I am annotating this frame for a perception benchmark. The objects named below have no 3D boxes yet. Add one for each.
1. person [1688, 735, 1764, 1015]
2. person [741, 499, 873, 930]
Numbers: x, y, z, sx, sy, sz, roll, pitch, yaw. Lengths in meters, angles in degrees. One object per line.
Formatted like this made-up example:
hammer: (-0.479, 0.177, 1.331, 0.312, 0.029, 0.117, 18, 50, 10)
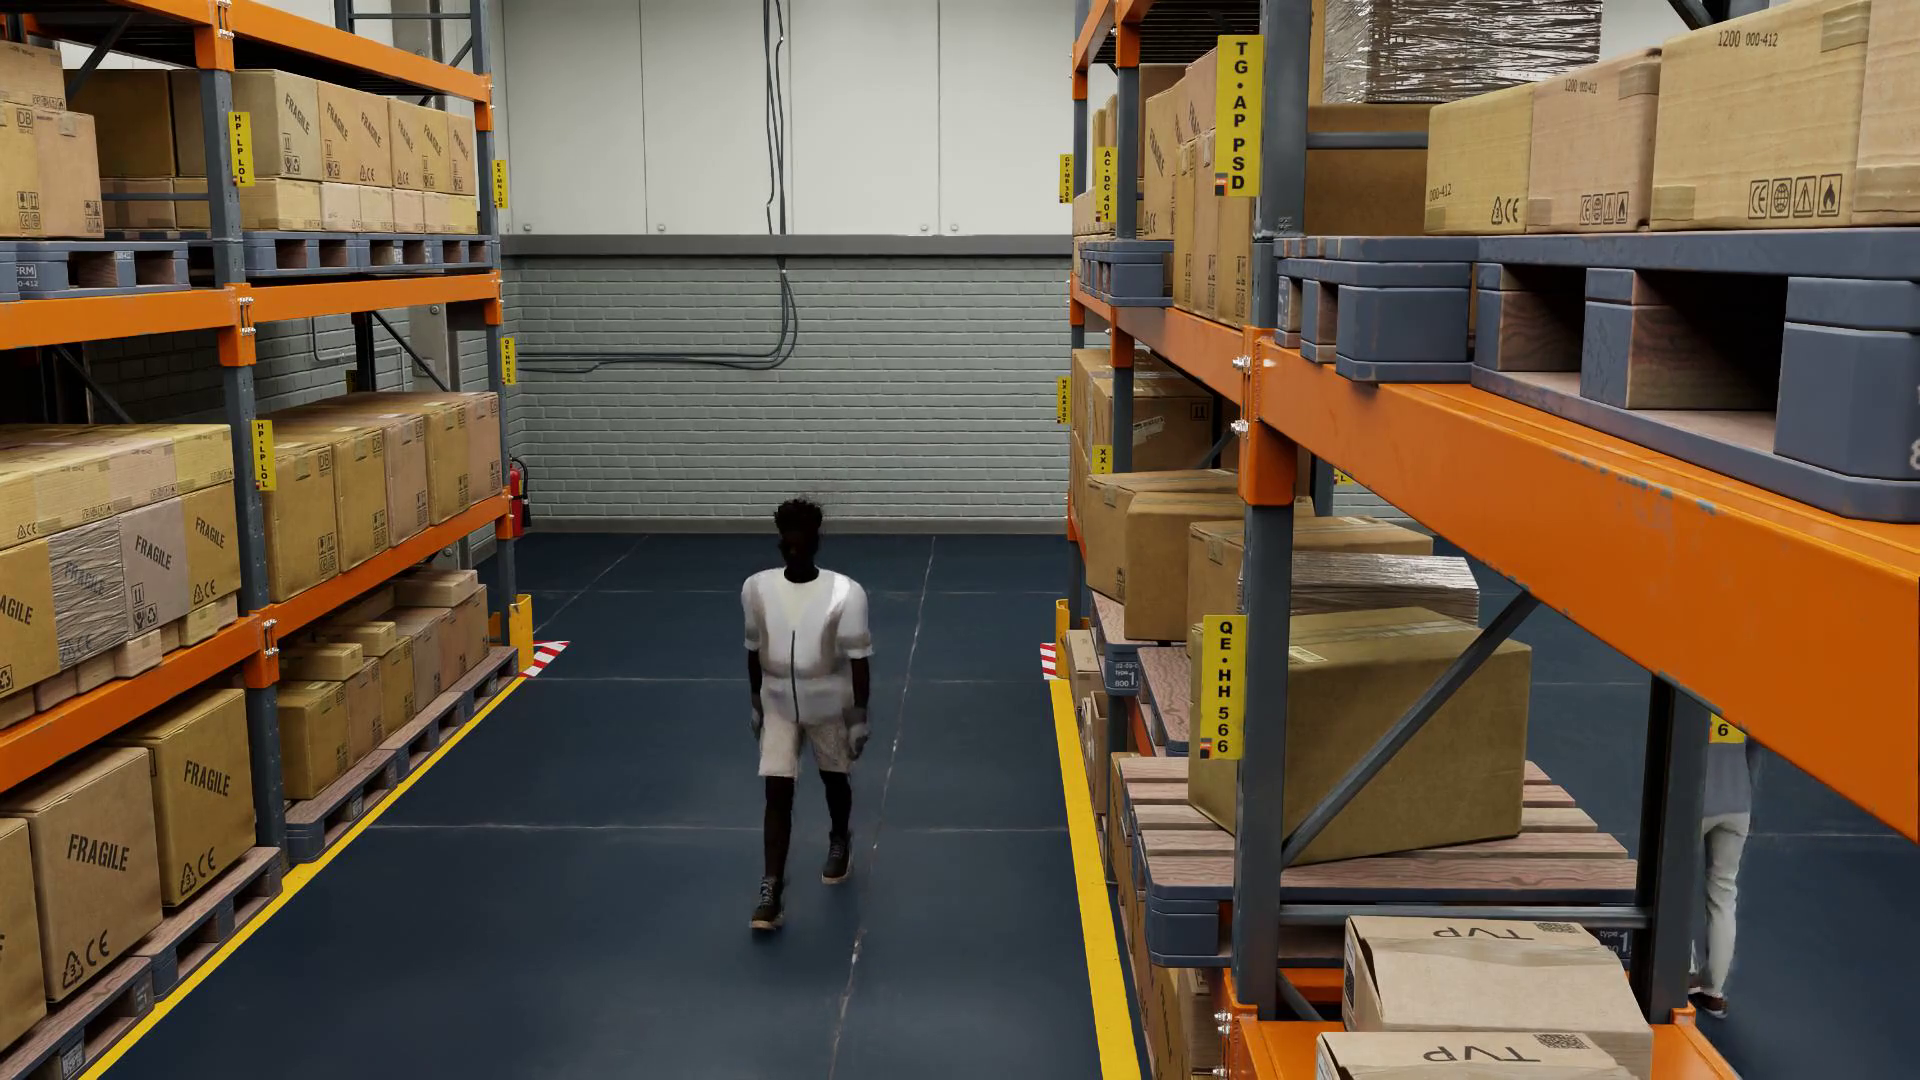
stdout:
person: (2.935, 1.073, 6.569, 0.513, 1.623, 0.368, -2, 10, -9)
person: (-0.696, 0.748, 7.593, 0.622, 1.907, 1.020, 2, 10, 10)
